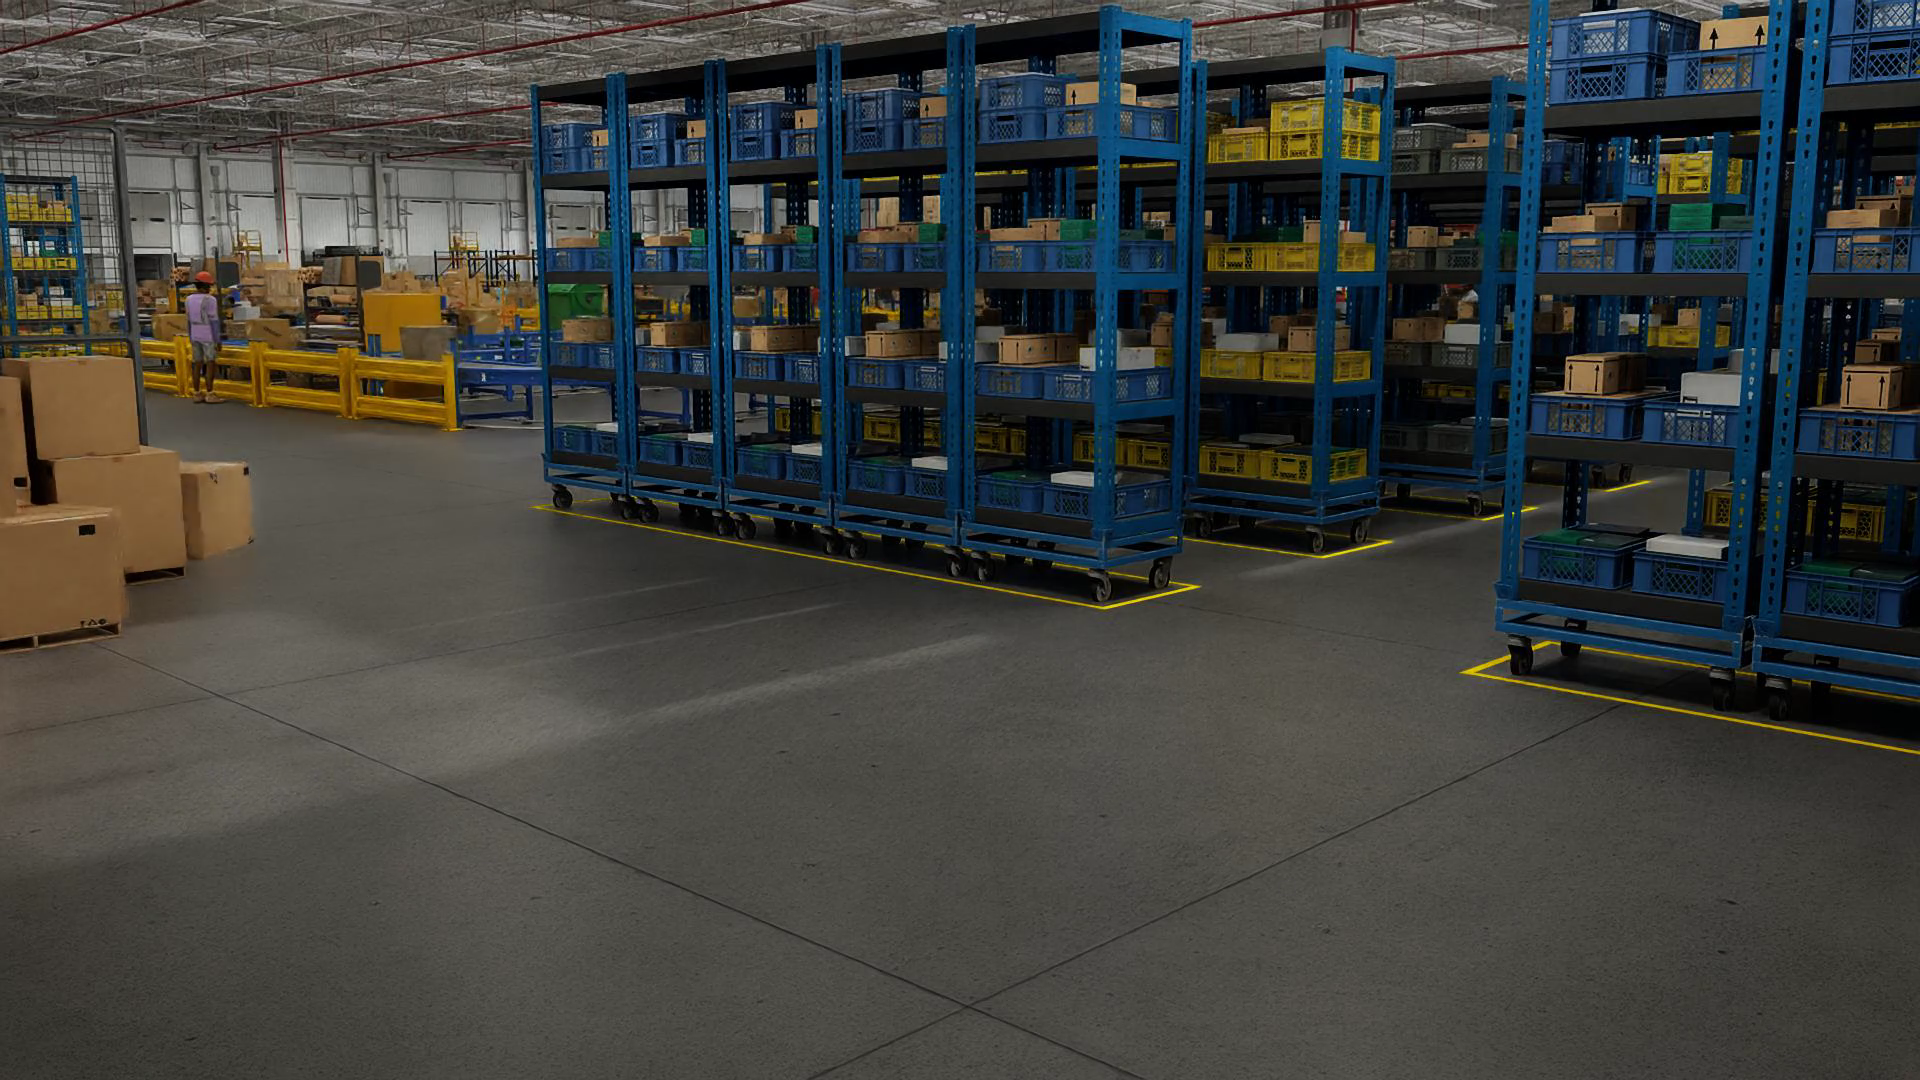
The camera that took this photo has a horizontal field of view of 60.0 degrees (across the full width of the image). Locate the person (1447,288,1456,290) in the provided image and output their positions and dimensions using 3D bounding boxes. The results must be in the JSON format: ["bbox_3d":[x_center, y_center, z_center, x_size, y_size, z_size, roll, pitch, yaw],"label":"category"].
[{"bbox_3d":[16.000,-7.676,53.989,0.851,1.899,0.567,9,13,44],"label":"person"}]

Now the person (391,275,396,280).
[{"bbox_3d":[-20.023,-8.475,59.050,0.493,1.852,0.560,-4,10,-25],"label":"person"}]

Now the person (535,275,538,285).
[{"bbox_3d":[-24.759,-14.637,97.293,0.551,1.687,0.383,2,9,10],"label":"person"}]

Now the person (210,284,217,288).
[{"bbox_3d":[-32.324,-10.591,71.849,0.633,1.916,0.681,1,9,7],"label":"person"}]

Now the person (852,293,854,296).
[{"bbox_3d":[-4.764,-10.443,71.138,0.971,1.833,0.599,4,10,23],"label":"person"}]

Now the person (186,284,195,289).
[{"bbox_3d":[-27.020,-8.384,58.487,0.503,1.862,0.329,5,10,27],"label":"person"}]

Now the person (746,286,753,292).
[{"bbox_3d":[-7.858,-8.794,61.815,0.869,1.590,0.515,-2,10,-15],"label":"person"}]

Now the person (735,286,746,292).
[{"bbox_3d":[-8.384,-9.132,62.502,0.678,2.000,0.537,-1,9,-6],"label":"person"}]

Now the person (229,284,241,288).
[{"bbox_3d":[-27.262,-9.081,62.565,0.591,1.917,0.379,5,11,29],"label":"person"}]

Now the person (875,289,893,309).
[{"bbox_3d":[-2.773,-8.747,60.471,0.640,1.941,1.045,-4,10,-23],"label":"person"}]

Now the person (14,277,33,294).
[{"bbox_3d":[-29.838,-7.540,53.102,0.542,1.928,0.399,-9,13,-43],"label":"person"}]

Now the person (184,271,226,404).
[{"bbox_3d":[-11.598,-3.102,25.566,0.608,2.034,0.407,5,10,27],"label":"person"}]

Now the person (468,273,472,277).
[{"bbox_3d":[-26.758,-13.726,91.023,0.460,1.922,0.555,-9,13,-44],"label":"person"}]

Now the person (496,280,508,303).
[{"bbox_3d":[-16.064,-8.296,58.459,0.536,1.693,0.320,6,11,31],"label":"person"}]

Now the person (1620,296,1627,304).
[{"bbox_3d":[8.888,-2.545,22.893,0.667,1.786,0.621,-2,9,-12],"label":"person"}]

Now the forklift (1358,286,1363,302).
[{"bbox_3d":[11.100,-7.017,46.970,1.873,2.768,1.129,9,13,43],"label":"forklift"}]

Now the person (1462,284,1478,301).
[{"bbox_3d":[10.100,-4.286,33.095,0.395,1.947,0.615,0,9,-2],"label":"person"}]

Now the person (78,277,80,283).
[{"bbox_3d":[-37.572,-10.386,71.148,0.428,1.730,0.490,-1,9,-4],"label":"person"}]

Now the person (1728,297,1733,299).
[{"bbox_3d":[20.328,-5.952,44.135,0.769,1.670,0.539,7,12,37],"label":"person"}]

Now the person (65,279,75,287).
[{"bbox_3d":[-41.445,-11.532,77.501,0.605,1.949,0.400,-3,10,-17],"label":"person"}]
